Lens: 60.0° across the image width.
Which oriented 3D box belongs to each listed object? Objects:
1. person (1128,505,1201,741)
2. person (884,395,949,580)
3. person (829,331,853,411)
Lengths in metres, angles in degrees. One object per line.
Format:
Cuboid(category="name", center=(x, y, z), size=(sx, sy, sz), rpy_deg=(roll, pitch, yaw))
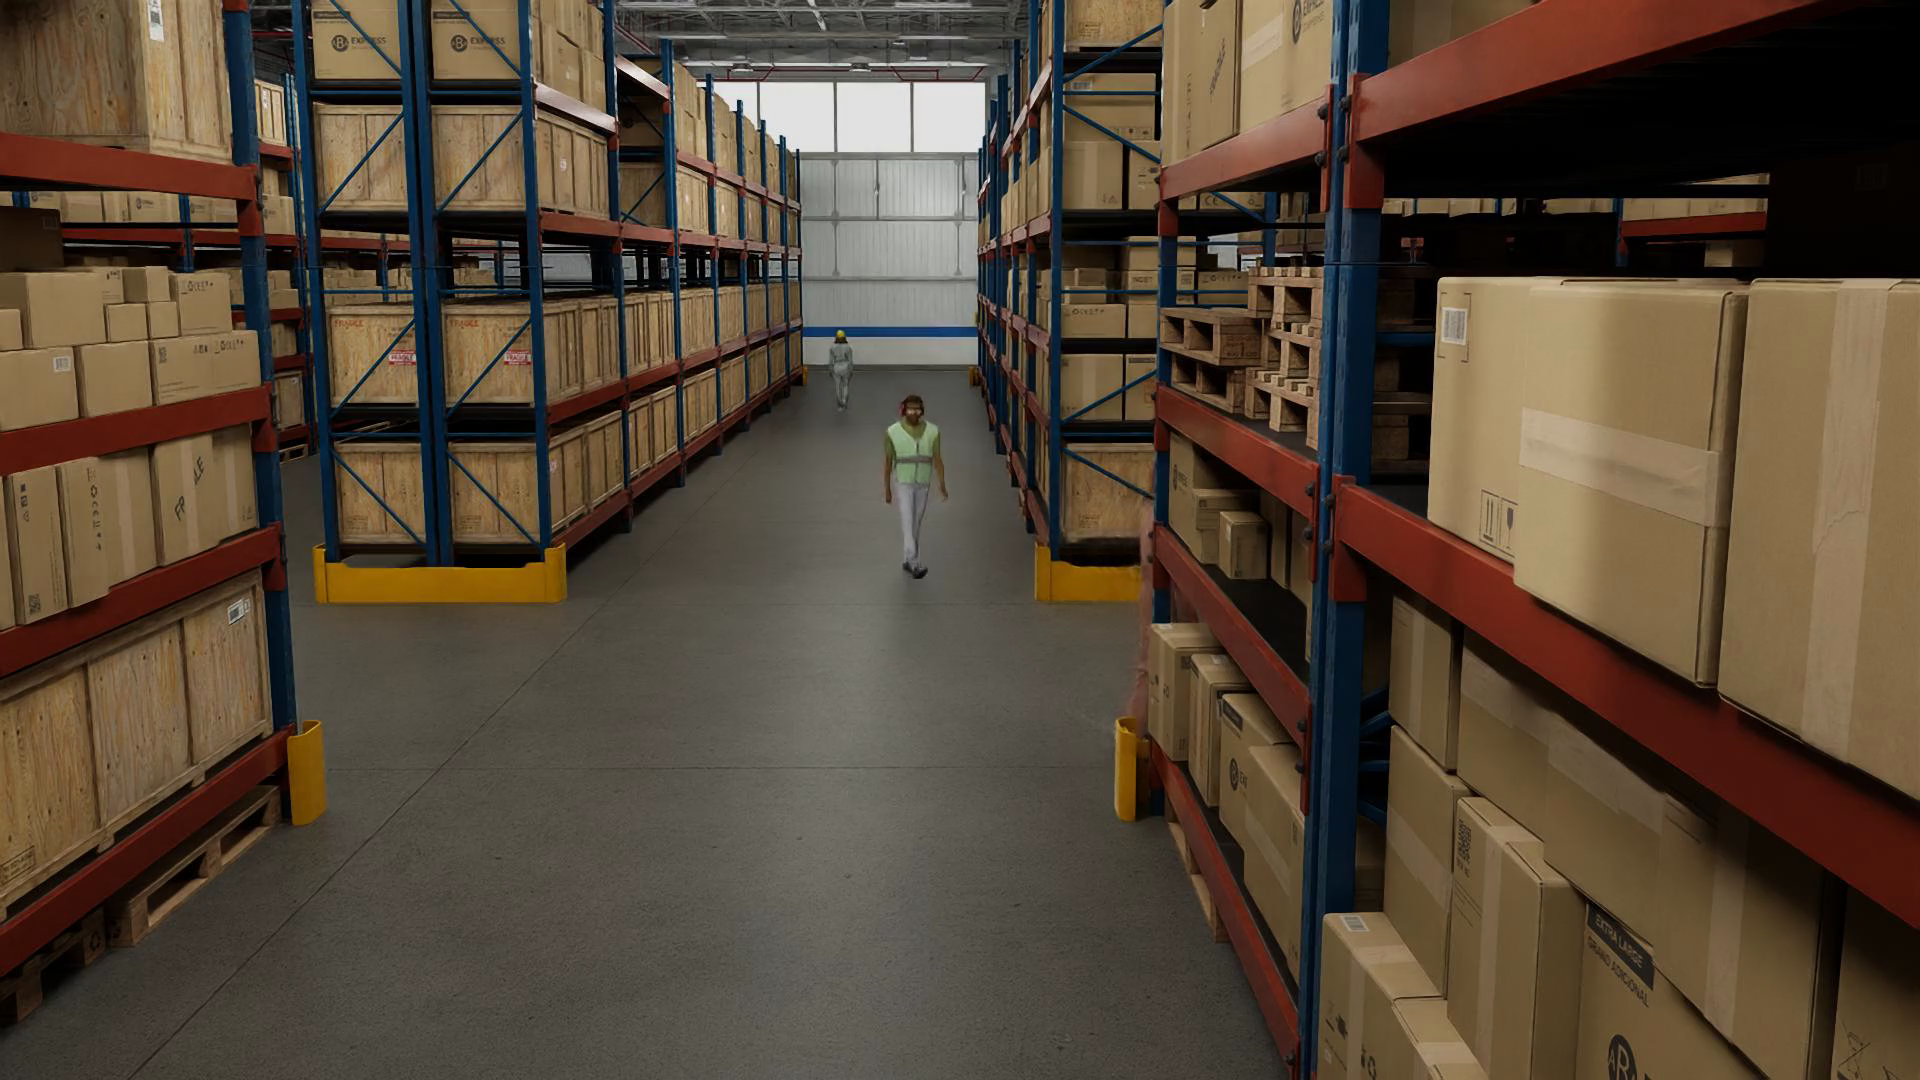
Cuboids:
Cuboid(category="person", center=(1.369, 0.465, 10.078), size=(0.847, 1.872, 0.675), rpy_deg=(0, 9, 0))
Cuboid(category="person", center=(-0.424, -0.514, 16.325), size=(0.572, 1.799, 0.952), rpy_deg=(-4, 10, -25))
Cuboid(category="person", center=(-2.553, -3.631, 35.684), size=(0.507, 1.705, 0.834), rpy_deg=(-1, 9, -3))
